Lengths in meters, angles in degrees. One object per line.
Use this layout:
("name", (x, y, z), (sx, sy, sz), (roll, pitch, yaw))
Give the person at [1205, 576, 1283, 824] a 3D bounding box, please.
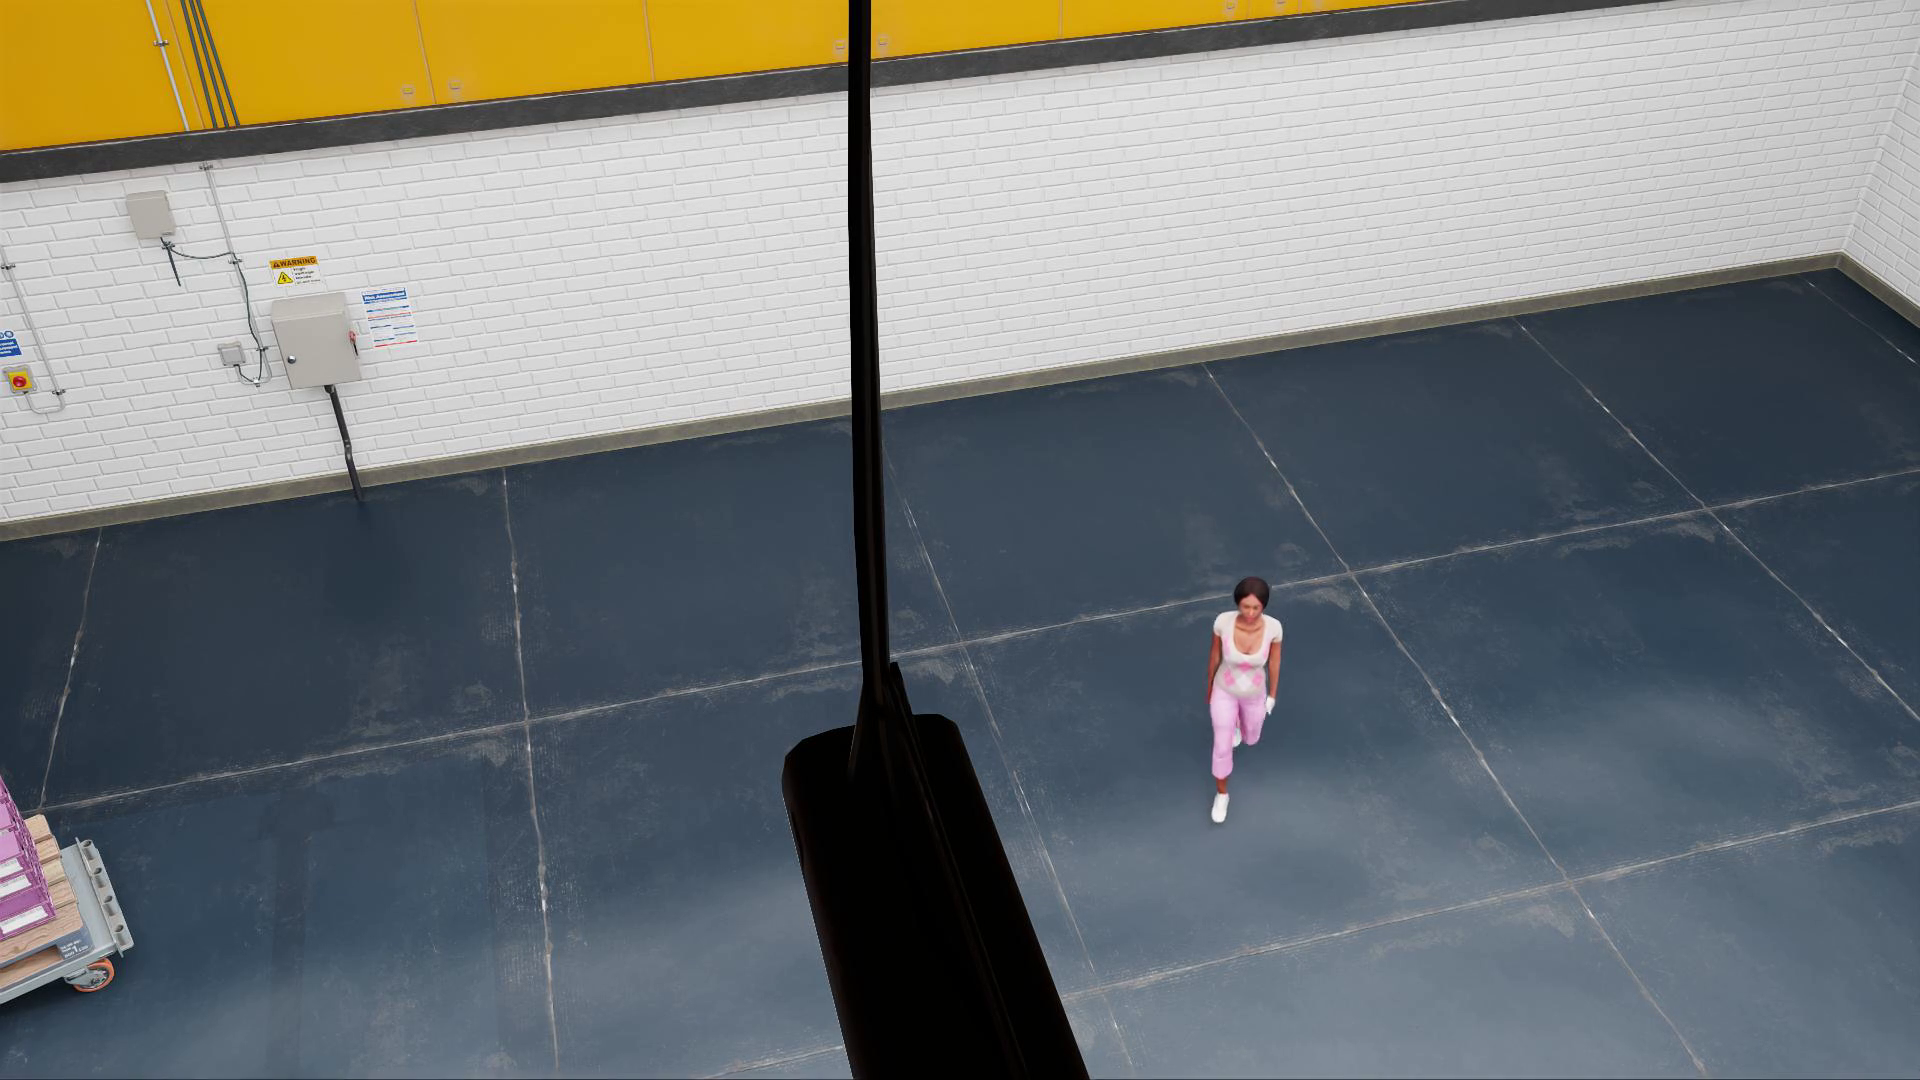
("person", (1.696, 0.879, 10.058), (0.854, 1.721, 1.082), (7, 39, 9))
